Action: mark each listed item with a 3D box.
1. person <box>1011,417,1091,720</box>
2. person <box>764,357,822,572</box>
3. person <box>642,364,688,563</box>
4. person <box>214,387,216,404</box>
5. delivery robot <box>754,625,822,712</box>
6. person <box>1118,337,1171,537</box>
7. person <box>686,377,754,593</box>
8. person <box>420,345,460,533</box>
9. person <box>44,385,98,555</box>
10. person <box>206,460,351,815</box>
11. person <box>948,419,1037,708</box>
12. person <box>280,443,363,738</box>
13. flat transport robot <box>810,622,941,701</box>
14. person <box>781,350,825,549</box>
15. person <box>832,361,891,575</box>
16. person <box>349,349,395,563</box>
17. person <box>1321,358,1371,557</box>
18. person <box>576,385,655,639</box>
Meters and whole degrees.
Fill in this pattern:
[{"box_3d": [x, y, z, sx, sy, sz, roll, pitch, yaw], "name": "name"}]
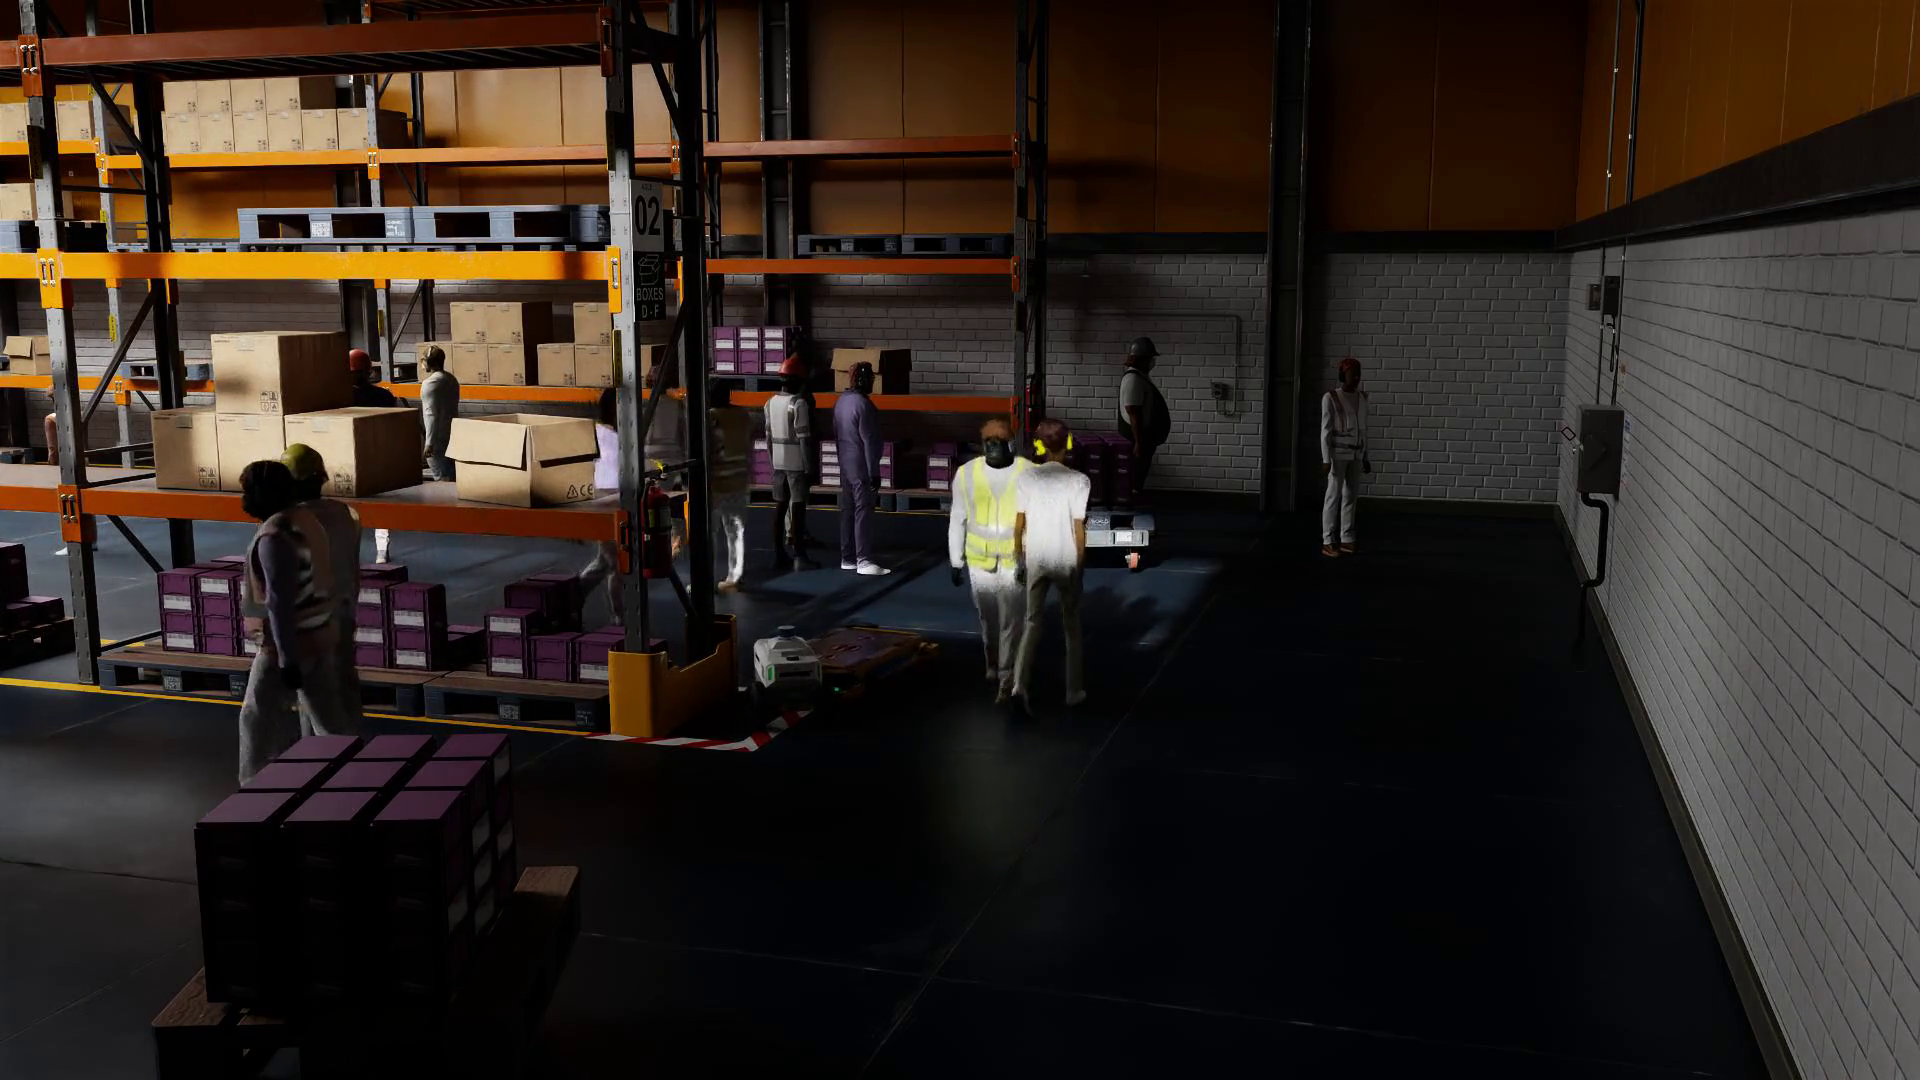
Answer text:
[{"box_3d": [0.527, 0.169, 10.164, 0.520, 1.836, 0.816, 2, 10, 15], "name": "person"}, {"box_3d": [-1.510, -0.678, 15.029, 0.543, 1.933, 0.369, 8, 13, 42], "name": "person"}, {"box_3d": [-2.713, -0.676, 15.230, 0.592, 1.863, 0.731, -7, 12, -38], "name": "person"}, {"box_3d": [-7.955, -1.155, 18.202, 0.328, 1.842, 0.516, -8, 12, -39], "name": "person"}, {"box_3d": [-1.054, 0.765, 10.136, 0.477, 0.478, 0.707, -2, 10, -13], "name": "delivery robot"}, {"box_3d": [1.882, -1.058, 17.011, 0.538, 2.000, 0.685, 1, 9, 6], "name": "person"}, {"box_3d": [-2.005, -0.452, 13.943, 0.467, 1.834, 0.644, 8, 12, 39], "name": "person"}, {"box_3d": [-5.367, -1.040, 17.210, 0.359, 1.938, 0.632, 1, 9, 8], "name": "person"}, {"box_3d": [-8.498, -0.671, 15.873, 0.312, 1.639, 0.520, 2, 9, 11], "name": "person"}, {"box_3d": [-3.366, 0.518, 8.115, 0.813, 1.808, 0.629, 0, 9, -2], "name": "person"}, {"box_3d": [0.249, 0.116, 10.710, 0.645, 1.797, 1.011, 1, 9, 8], "name": "person"}, {"box_3d": [-3.382, 0.409, 8.696, 0.404, 1.835, 0.588, 4, 10, 24], "name": "person"}, {"box_3d": [-0.726, 0.794, 11.105, 0.652, 0.197, 1.431, 4, 10, 24], "name": "flat transport robot"}, {"box_3d": [-1.555, -0.880, 16.239, 0.367, 1.939, 0.635, -3, 10, -19], "name": "person"}, {"box_3d": [-0.872, -0.639, 14.868, 0.409, 1.907, 0.651, -6, 11, -31], "name": "person"}, {"box_3d": [-5.514, -0.765, 15.376, 0.613, 1.991, 0.391, -1, 9, -5], "name": "person"}, {"box_3d": [3.674, -0.785, 15.824, 0.584, 1.882, 0.345, -6, 11, -31], "name": "person"}, {"box_3d": [-2.648, -0.195, 12.213, 0.928, 1.899, 0.638, 5, 10, 27], "name": "person"}]
